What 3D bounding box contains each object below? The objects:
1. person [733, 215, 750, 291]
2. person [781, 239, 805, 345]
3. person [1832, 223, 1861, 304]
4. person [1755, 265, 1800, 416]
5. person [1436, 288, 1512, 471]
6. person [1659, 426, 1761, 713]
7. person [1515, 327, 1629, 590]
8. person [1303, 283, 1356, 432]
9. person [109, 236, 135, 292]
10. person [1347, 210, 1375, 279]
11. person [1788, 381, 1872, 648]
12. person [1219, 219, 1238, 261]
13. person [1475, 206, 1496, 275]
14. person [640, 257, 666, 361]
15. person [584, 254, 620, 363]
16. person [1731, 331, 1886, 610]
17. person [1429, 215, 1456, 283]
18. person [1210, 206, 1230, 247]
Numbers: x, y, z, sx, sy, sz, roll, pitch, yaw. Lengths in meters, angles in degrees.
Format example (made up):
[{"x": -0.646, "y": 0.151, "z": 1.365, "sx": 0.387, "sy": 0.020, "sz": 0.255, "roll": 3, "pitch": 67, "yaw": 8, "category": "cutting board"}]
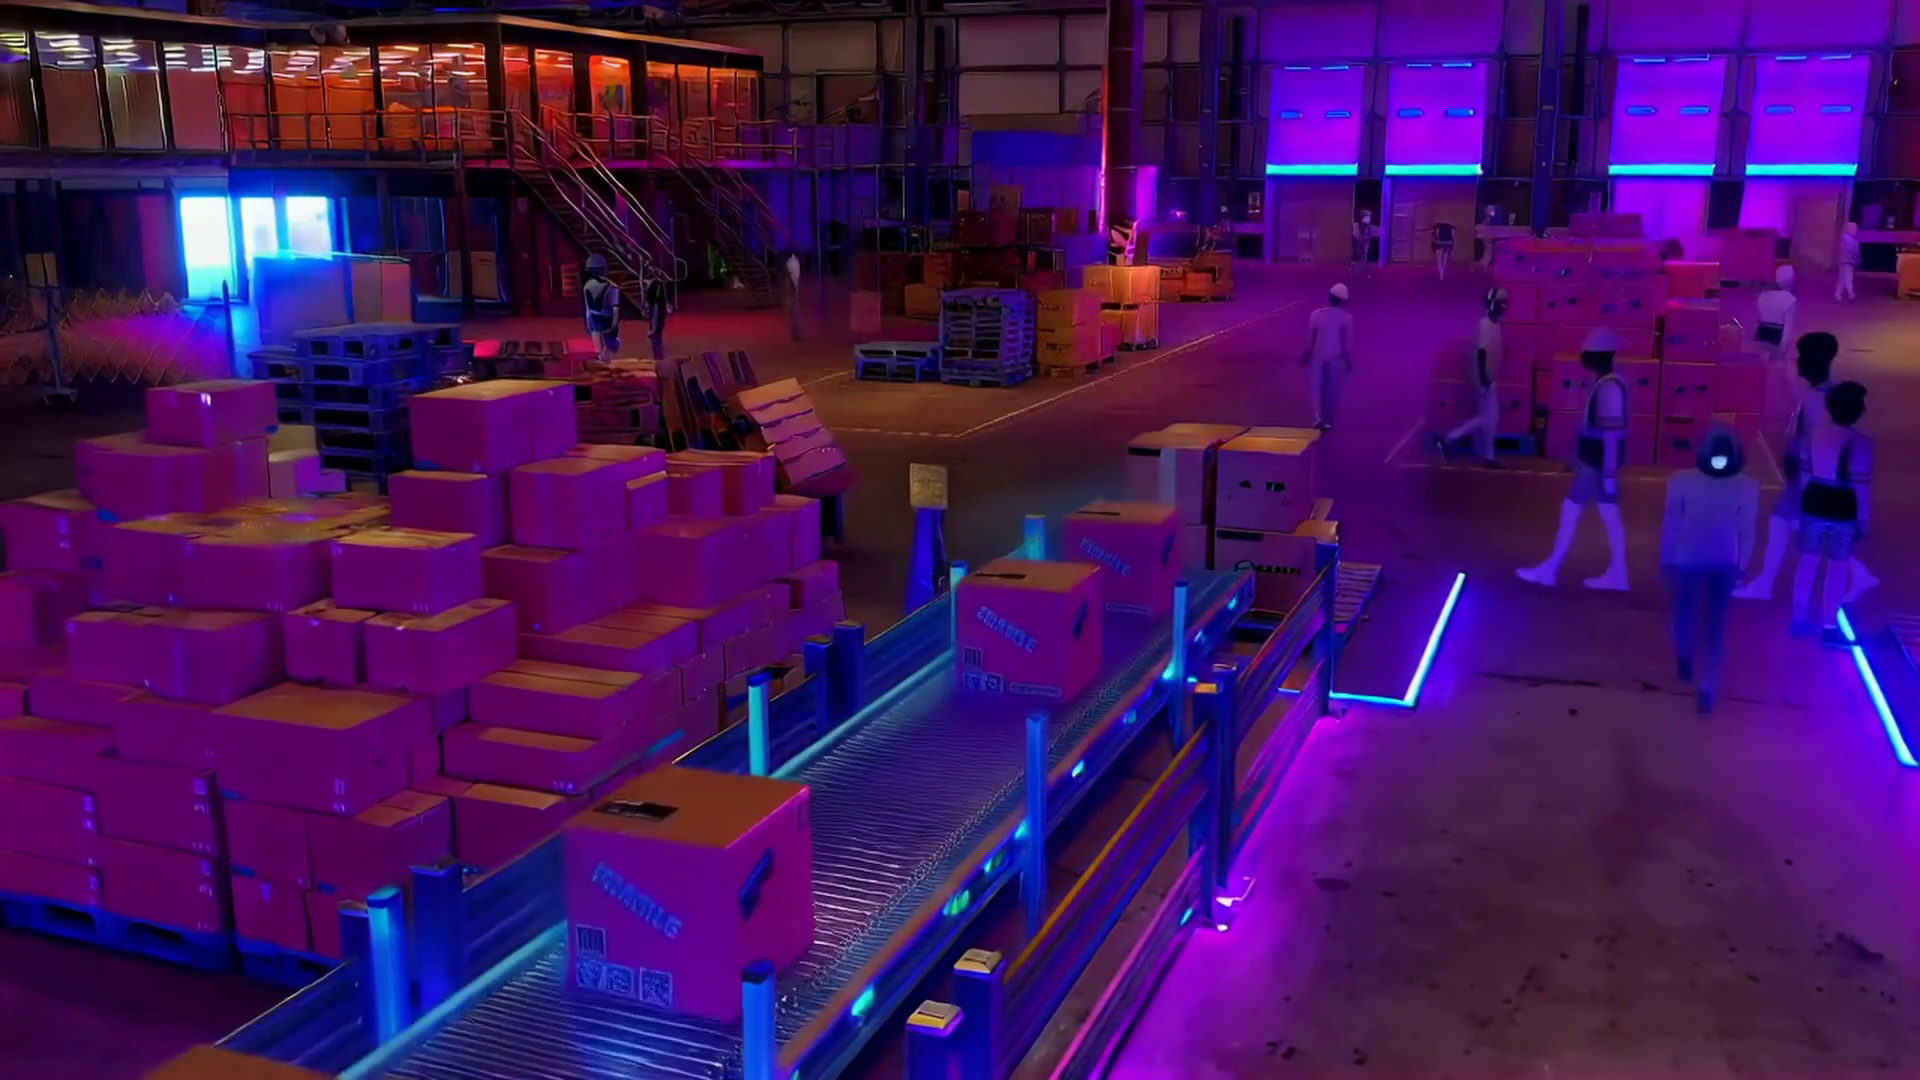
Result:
[{"x": -5.513, "y": -7.192, "z": 41.703, "sx": 0.577, "sy": 1.881, "sz": 0.349, "roll": 12, "pitch": 17, "yaw": 42, "category": "person"}, {"x": -2.942, "y": -4.266, "z": 28.694, "sx": 0.559, "sy": 1.825, "sz": 0.530, "roll": -2, "pitch": 13, "yaw": -10, "category": "person"}, {"x": 20.218, "y": -6.255, "z": 37.650, "sx": 0.660, "sy": 1.811, "sz": 0.833, "roll": -8, "pitch": 15, "yaw": -33, "category": "person"}, {"x": 9.980, "y": -2.429, "z": 20.397, "sx": 0.986, "sy": 1.873, "sz": 0.586, "roll": -5, "pitch": 13, "yaw": -21, "category": "person"}, {"x": 5.244, "y": -1.621, "z": 16.801, "sx": 0.668, "sy": 1.851, "sz": 0.524, "roll": 9, "pitch": 15, "yaw": 34, "category": "person"}, {"x": 4.288, "y": 0.118, "z": 9.569, "sx": 0.497, "sy": 1.594, "sz": 0.850, "roll": 5, "pitch": 14, "yaw": 23, "category": "person"}, {"x": 4.477, "y": -0.585, "z": 12.017, "sx": 0.888, "sy": 1.898, "sz": 0.551, "roll": 5, "pitch": 14, "yaw": 23, "category": "person"}, {"x": 4.230, "y": -2.080, "z": 19.106, "sx": 0.584, "sy": 1.734, "sz": 0.532, "roll": 5, "pitch": 13, "yaw": 21, "category": "person"}, {"x": -17.715, "y": -5.622, "z": 35.198, "sx": 0.507, "sy": 1.632, "sz": 0.272, "roll": -3, "pitch": 13, "yaw": -11, "category": "person"}, {"x": 11.250, "y": -8.266, "z": 46.510, "sx": 0.897, "sy": 1.896, "sz": 0.592, "roll": 12, "pitch": 17, "yaw": 42, "category": "person"}, {"x": 5.559, "y": -0.161, "z": 10.585, "sx": 0.318, "sy": 1.696, "sz": 0.536, "roll": -4, "pitch": 13, "yaw": -18, "category": "person"}, {"x": 6.928, "y": -7.405, "z": 42.984, "sx": 0.505, "sy": 1.728, "sz": 0.454, "roll": 2, "pitch": 13, "yaw": 11, "category": "person"}, {"x": 15.131, "y": -8.577, "z": 47.686, "sx": 0.467, "sy": 1.976, "sz": 0.624, "roll": 7, "pitch": 14, "yaw": 28, "category": "person"}, {"x": -4.084, "y": -2.839, "z": 22.221, "sx": 0.309, "sy": 1.864, "sz": 0.535, "roll": 0, "pitch": 13, "yaw": -2, "category": "person"}, {"x": -4.699, "y": -2.772, "z": 21.788, "sx": 0.539, "sy": 1.930, "sz": 0.385, "roll": 5, "pitch": 14, "yaw": 22, "category": "person"}, {"x": 5.898, "y": -0.467, "z": 11.416, "sx": 0.937, "sy": 1.936, "sz": 0.606, "roll": 9, "pitch": 15, "yaw": 35, "category": "person"}, {"x": 12.944, "y": -7.795, "z": 44.573, "sx": 0.623, "sy": 1.812, "sz": 0.852, "roll": -1, "pitch": 13, "yaw": -7, "category": "person"}, {"x": 8.056, "y": -9.387, "z": 51.510, "sx": 0.641, "sy": 1.910, "sz": 0.457, "roll": 7, "pitch": 14, "yaw": 28, "category": "person"}]
